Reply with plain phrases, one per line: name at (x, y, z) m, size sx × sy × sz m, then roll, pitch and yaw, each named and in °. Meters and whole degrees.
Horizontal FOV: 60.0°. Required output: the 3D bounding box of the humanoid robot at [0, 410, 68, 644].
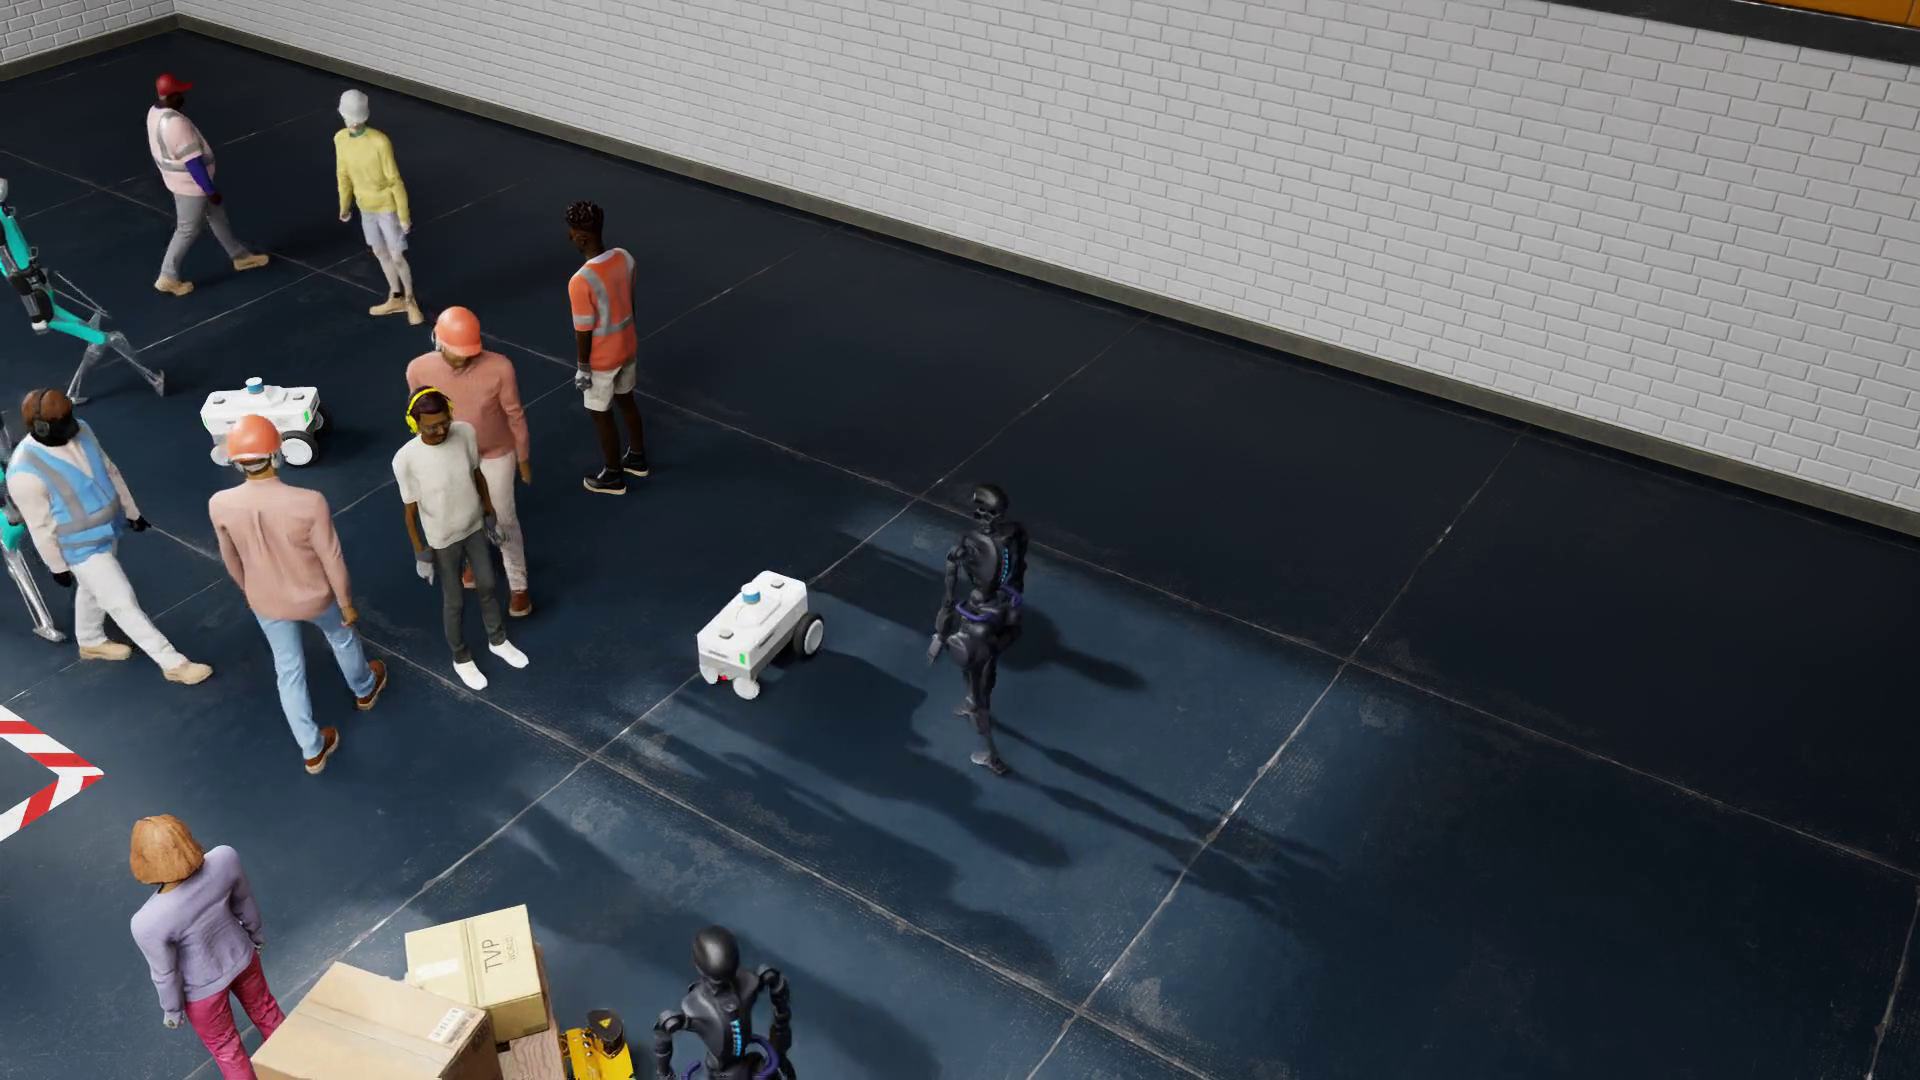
humanoid robot at (-5.505, -0.140, 9.236) m, size 0.851 × 1.851 × 0.564 m, roll 24°, pitch 41°, yaw 30°

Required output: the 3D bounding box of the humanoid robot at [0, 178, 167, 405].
humanoid robot at (-6.029, -1.684, 11.408) m, size 0.941 × 1.790 × 0.562 m, roll -14°, pitch 37°, yaw -19°

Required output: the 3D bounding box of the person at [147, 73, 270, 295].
person at (-6.050, -2.780, 12.979) m, size 0.897 × 1.711 × 0.618 m, roll -21°, pitch 40°, yaw -27°

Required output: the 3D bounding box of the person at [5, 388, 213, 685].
person at (-4.641, -0.022, 8.970) m, size 0.868 × 1.796 × 0.635 m, roll 2°, pitch 35°, yaw 2°

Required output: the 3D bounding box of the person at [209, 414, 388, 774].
person at (-3.366, 0.198, 8.506) m, size 0.640 × 1.951 × 0.912 m, roll 0°, pitch 35°, yaw 0°

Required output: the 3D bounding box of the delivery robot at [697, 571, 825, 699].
delivery robot at (-1.133, 0.499, 9.314) m, size 0.499 × 0.610 × 0.781 m, roll 16°, pitch 38°, yaw 22°

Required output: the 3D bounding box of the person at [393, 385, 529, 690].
person at (-2.687, -0.017, 8.909) m, size 0.340 × 1.855 × 0.524 m, roll 26°, pitch 42°, yaw 32°

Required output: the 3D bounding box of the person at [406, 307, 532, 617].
person at (-2.754, -0.462, 9.476) m, size 0.618 × 1.946 × 0.719 m, roll 0°, pitch 35°, yaw 0°

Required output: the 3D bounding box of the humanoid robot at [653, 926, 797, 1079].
humanoid robot at (-0.887, 2.009, 6.168) m, size 0.585 × 1.656 × 0.406 m, roll -22°, pitch 40°, yaw -28°

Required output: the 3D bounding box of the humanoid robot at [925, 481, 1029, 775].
humanoid robot at (0.108, 0.424, 8.452) m, size 0.589 × 1.646 × 0.513 m, roll -27°, pitch 43°, yaw -33°

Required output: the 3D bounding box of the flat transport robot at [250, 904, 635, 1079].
flat transport robot at (-2.047, 2.406, 6.825) m, size 1.431 × 0.231 × 0.659 m, roll -11°, pitch 37°, yaw -16°

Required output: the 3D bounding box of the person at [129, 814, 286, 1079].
person at (-2.963, 1.719, 6.615) m, size 0.265 × 1.631 × 0.506 m, roll 15°, pitch 38°, yaw 20°

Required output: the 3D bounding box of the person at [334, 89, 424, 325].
person at (-4.383, -2.482, 12.424) m, size 0.613 × 1.872 × 0.434 m, roll 12°, pitch 37°, yaw 17°

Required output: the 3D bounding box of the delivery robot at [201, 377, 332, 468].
delivery robot at (-4.648, -0.801, 11.176) m, size 0.811 × 0.613 × 0.499 m, roll -3°, pitch 35°, yaw -5°

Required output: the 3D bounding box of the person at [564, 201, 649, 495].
person at (-2.239, -1.208, 10.528) m, size 0.388 × 1.950 × 0.615 m, roll 13°, pitch 37°, yaw 17°
